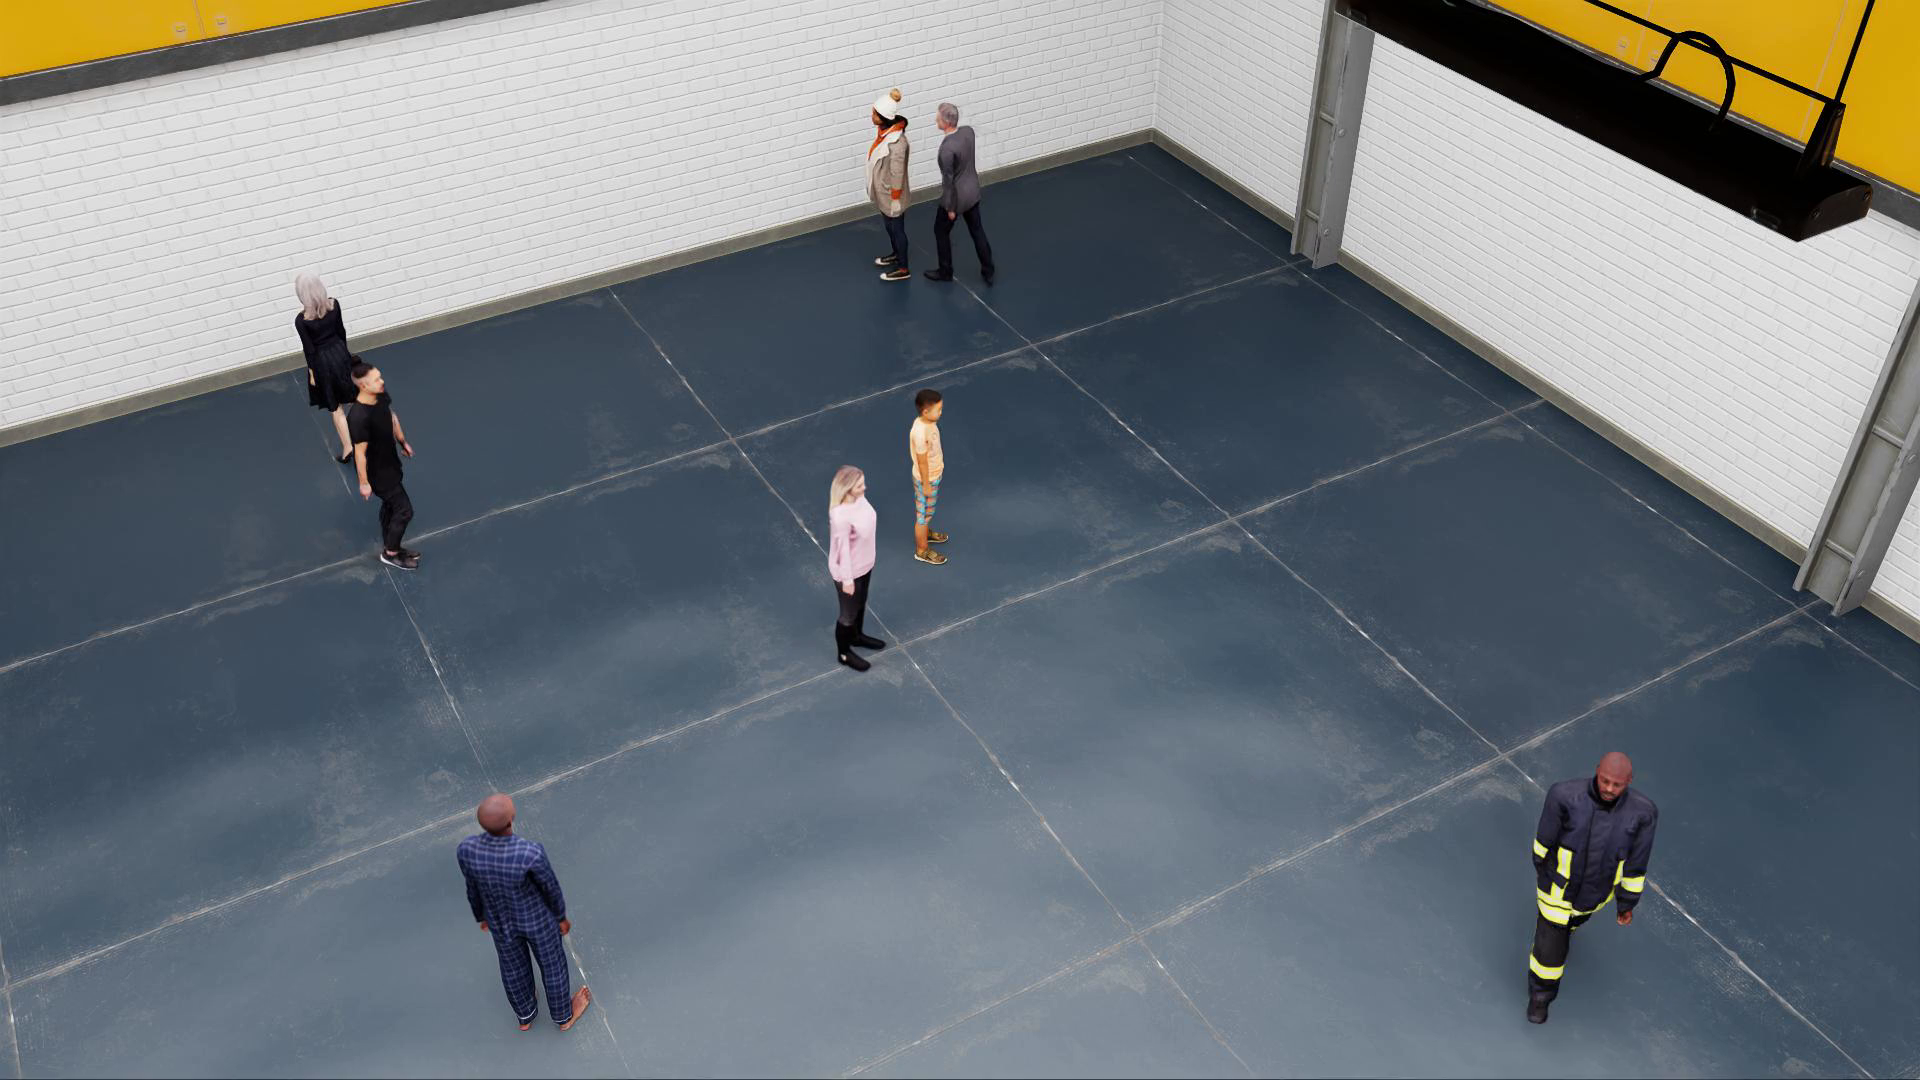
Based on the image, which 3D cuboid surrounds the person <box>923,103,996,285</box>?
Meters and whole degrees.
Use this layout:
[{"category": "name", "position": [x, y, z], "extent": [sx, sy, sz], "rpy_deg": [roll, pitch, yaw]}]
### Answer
[{"category": "person", "position": [0.045, -3.221, 15.631], "extent": [1.059, 1.796, 0.958], "rpy_deg": [25, 45, 28]}]

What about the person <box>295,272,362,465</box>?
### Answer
[{"category": "person", "position": [-5.055, -1.384, 13.371], "extent": [0.708, 1.747, 0.689], "rpy_deg": [21, 43, 25]}]

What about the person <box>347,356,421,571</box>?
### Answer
[{"category": "person", "position": [-4.371, -0.571, 12.269], "extent": [0.860, 1.851, 0.739], "rpy_deg": [-1, 39, -1]}]

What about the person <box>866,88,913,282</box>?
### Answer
[{"category": "person", "position": [-0.623, -3.383, 15.757], "extent": [0.827, 1.892, 0.707], "rpy_deg": [-8, 39, -10]}]

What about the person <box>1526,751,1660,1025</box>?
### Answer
[{"category": "person", "position": [3.521, 1.795, 9.362], "extent": [1.222, 1.782, 1.274], "rpy_deg": [10, 40, 12]}]

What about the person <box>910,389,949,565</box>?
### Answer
[{"category": "person", "position": [-0.255, -0.502, 12.495], "extent": [0.662, 1.461, 0.576], "rpy_deg": [3, 39, 3]}]

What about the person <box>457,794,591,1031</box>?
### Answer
[{"category": "person", "position": [-2.386, 2.032, 9.036], "extent": [0.761, 1.819, 0.782], "rpy_deg": [2, 39, 3]}]

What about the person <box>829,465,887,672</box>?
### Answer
[{"category": "person", "position": [-0.760, 0.170, 11.473], "extent": [0.742, 1.687, 0.687], "rpy_deg": [11, 40, 13]}]
